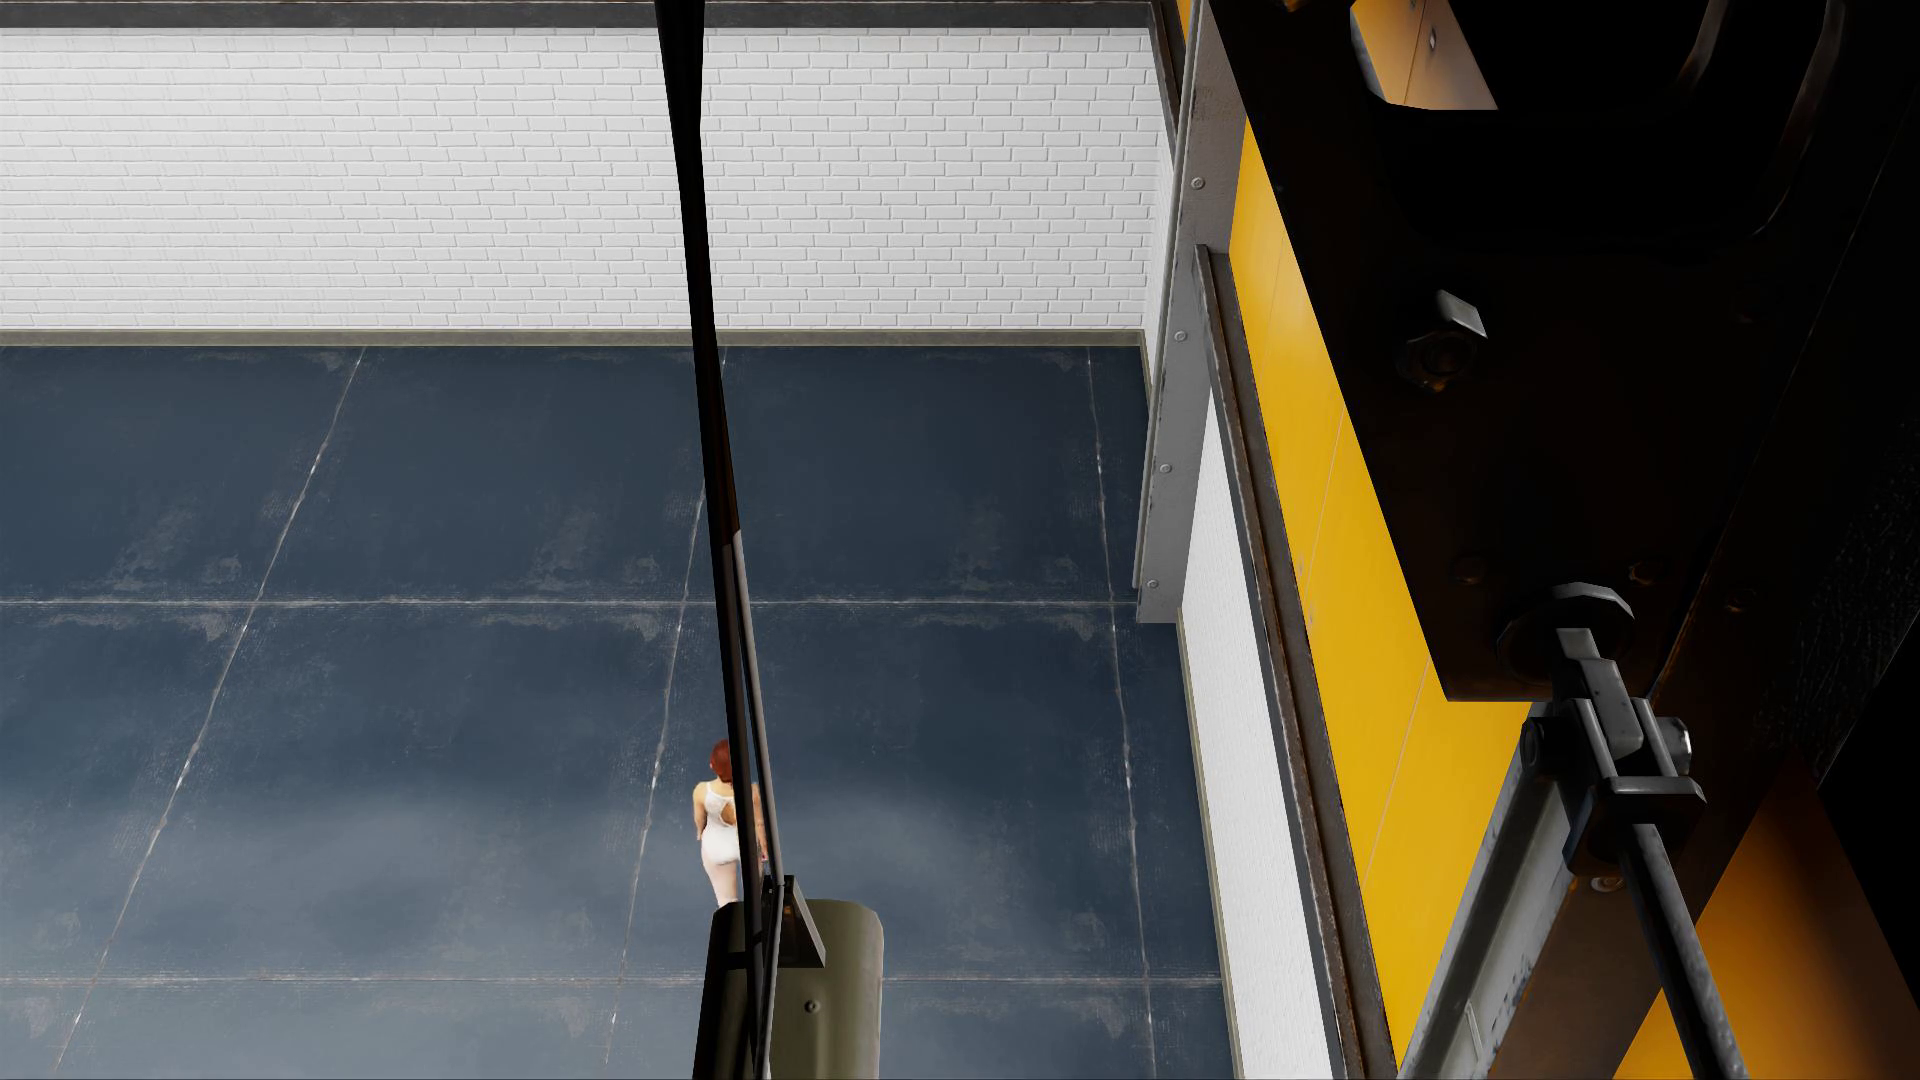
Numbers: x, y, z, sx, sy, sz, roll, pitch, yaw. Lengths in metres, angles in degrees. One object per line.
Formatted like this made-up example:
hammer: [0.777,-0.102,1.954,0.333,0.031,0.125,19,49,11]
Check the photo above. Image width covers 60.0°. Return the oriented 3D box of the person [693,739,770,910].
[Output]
person: [-1.244,1.745,9.115,0.700,1.609,1.084,-9,44,-9]
